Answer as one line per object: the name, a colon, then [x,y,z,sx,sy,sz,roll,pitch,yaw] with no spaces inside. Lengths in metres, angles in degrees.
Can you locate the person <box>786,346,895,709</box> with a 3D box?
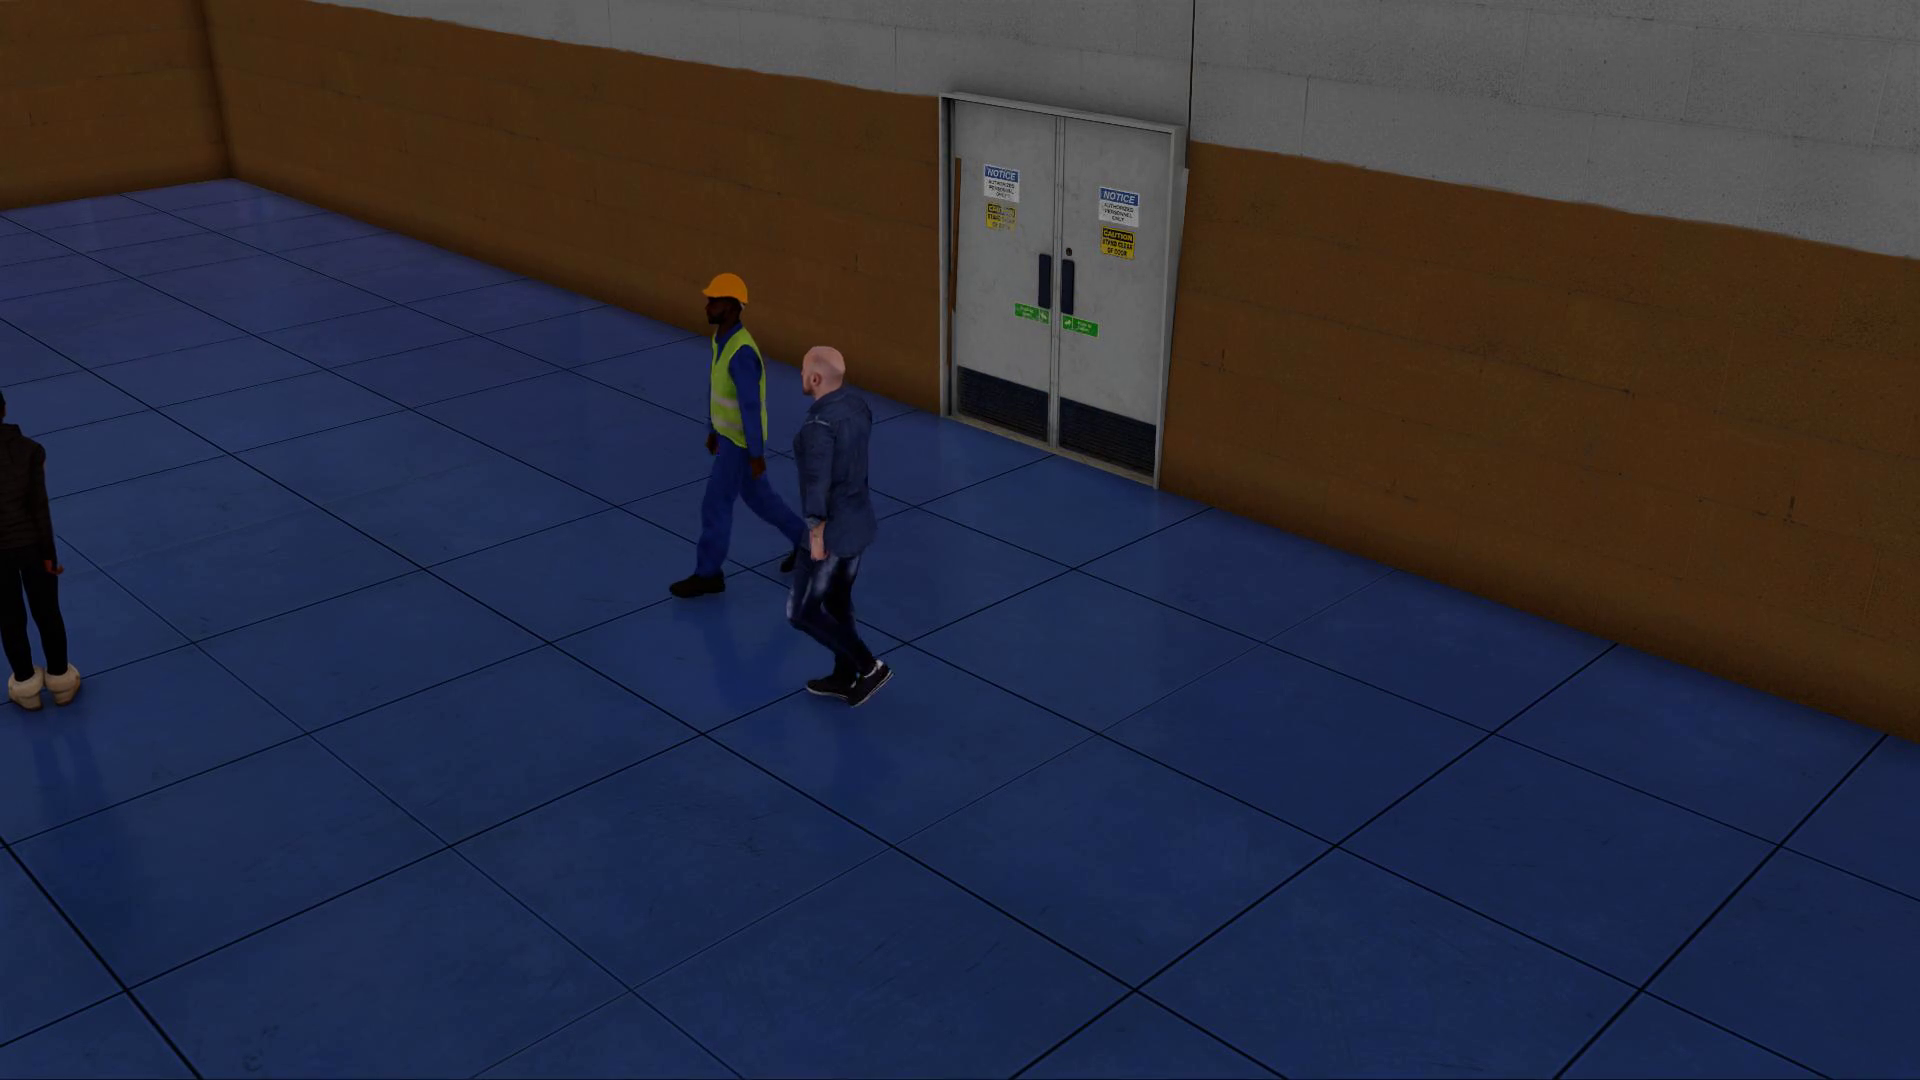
person: [-0.525,-0.007,7.790,0.941,1.807,0.854,9,25,20]

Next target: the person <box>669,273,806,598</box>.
person: [-1.124,-0.566,9.095,1.276,1.785,1.009,-8,25,-18]

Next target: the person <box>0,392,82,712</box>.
person: [-4.456,0.050,7.845,0.677,1.659,0.615,9,25,20]
